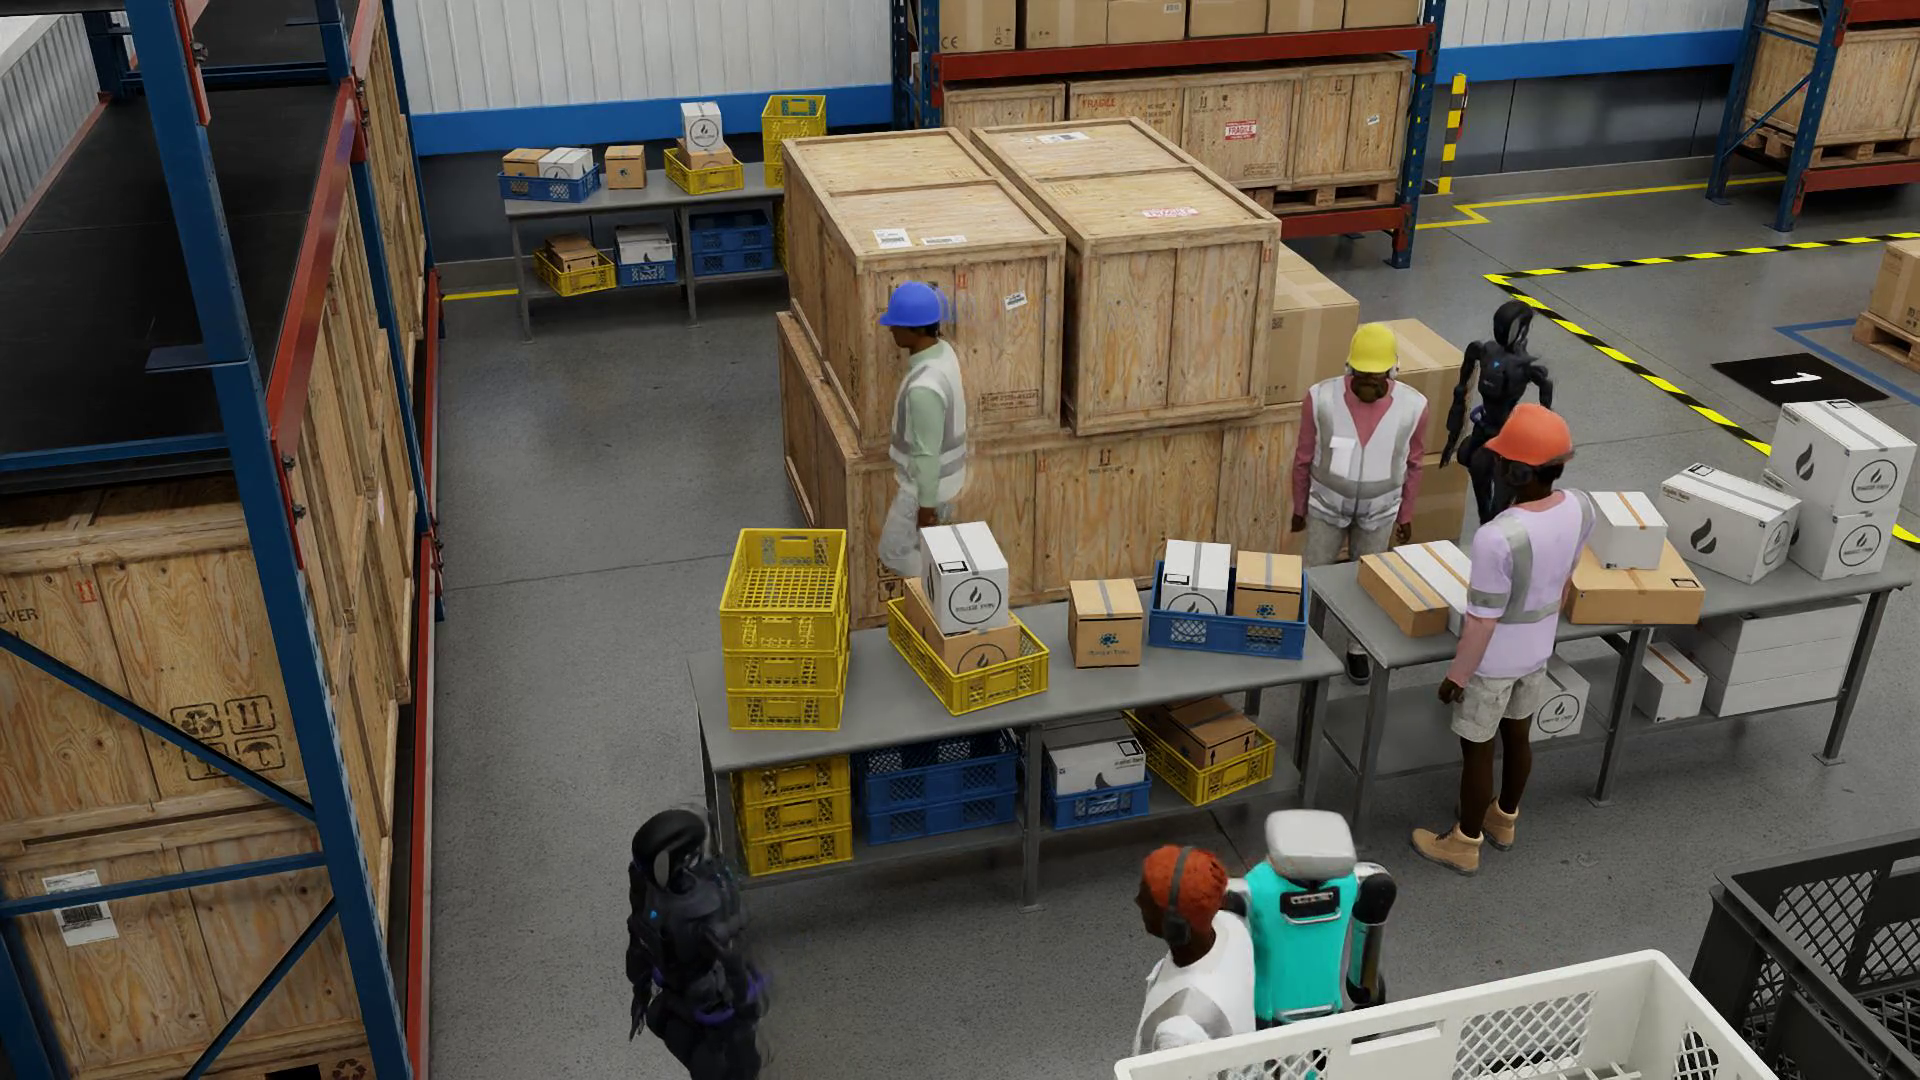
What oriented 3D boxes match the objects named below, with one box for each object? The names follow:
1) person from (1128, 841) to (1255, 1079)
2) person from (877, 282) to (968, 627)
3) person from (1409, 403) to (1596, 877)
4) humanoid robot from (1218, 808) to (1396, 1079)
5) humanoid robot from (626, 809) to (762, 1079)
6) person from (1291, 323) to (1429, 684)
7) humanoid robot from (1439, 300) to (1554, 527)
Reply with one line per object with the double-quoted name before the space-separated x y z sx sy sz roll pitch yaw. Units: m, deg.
"person" 0.646 1.591 4.596 0.937 1.838 0.554 14 32 23
"person" -0.182 -0.321 7.983 0.444 1.934 0.609 4 29 8
"person" 2.121 0.415 6.528 0.604 2.044 0.371 -20 35 -32
"humanoid robot" 0.966 1.603 4.583 0.532 1.689 0.742 -5 29 -9
"humanoid robot" -0.815 1.468 5.045 0.609 1.619 0.799 26 38 38
"person" 1.841 -0.158 7.780 0.589 1.833 0.404 5 29 9
"humanoid robot" 2.719 -0.453 8.508 0.743 1.625 0.599 -22 36 -34
